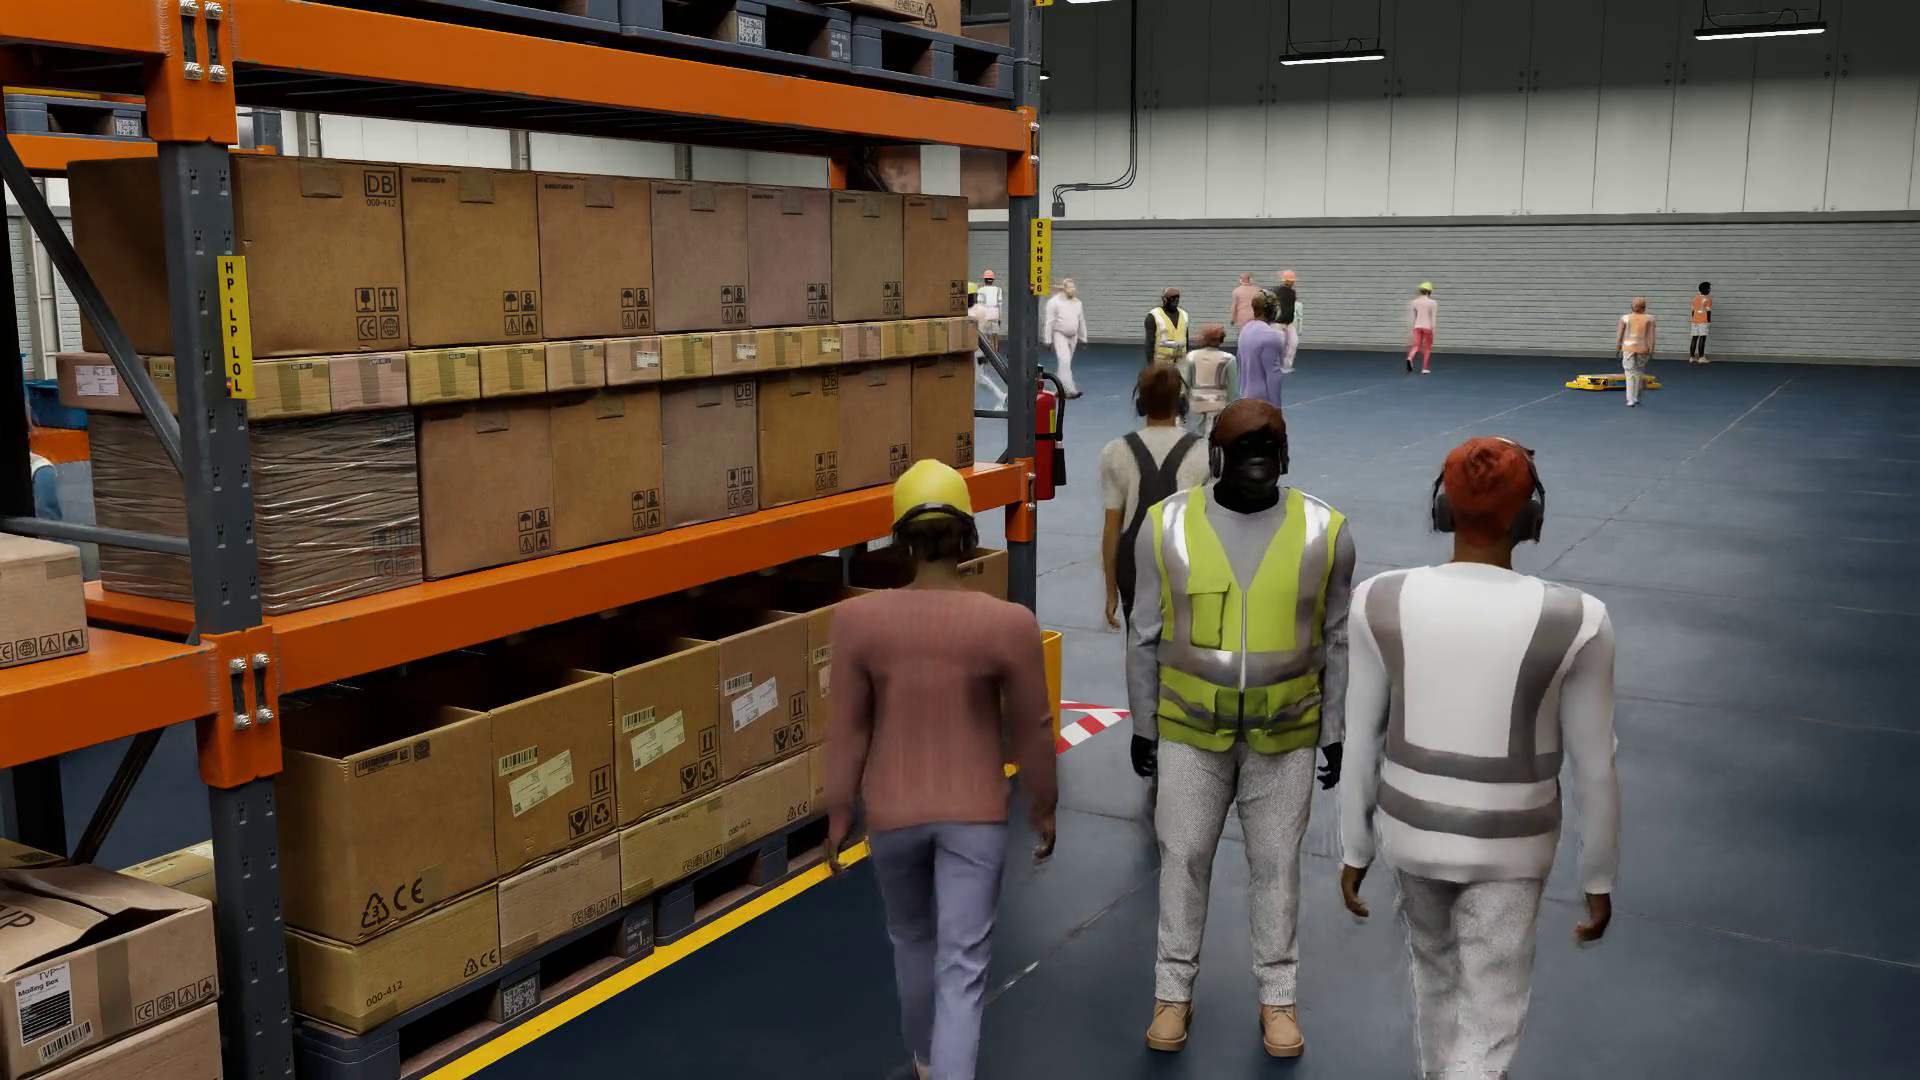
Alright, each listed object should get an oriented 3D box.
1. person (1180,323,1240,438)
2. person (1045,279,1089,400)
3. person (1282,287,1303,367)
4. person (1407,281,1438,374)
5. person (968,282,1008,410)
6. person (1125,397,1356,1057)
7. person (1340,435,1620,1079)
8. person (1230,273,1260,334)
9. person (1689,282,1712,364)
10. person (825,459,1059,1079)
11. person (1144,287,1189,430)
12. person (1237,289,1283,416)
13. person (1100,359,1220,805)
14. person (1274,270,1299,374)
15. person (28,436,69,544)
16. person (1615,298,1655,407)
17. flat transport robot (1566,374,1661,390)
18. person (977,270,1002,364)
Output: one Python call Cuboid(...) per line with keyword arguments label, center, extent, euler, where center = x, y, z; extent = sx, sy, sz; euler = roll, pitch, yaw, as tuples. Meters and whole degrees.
Cuboid(label="person", center=(2.362, -1.203, 15.427), extent=(0.544, 1.600, 0.821), euler=(6, 11, 32))
Cuboid(label="person", center=(1.719, -3.107, 25.821), extent=(0.667, 1.861, 0.959), euler=(-7, 12, -36))
Cuboid(label="person", center=(6.451, -4.137, 32.572), extent=(0.537, 1.614, 0.387), euler=(3, 10, 19))
Cuboid(label="person", center=(8.744, -4.004, 31.439), extent=(0.530, 1.752, 0.554), euler=(9, 13, 43))
Cuboid(label="person", center=(0.238, -2.665, 23.232), extent=(0.864, 1.886, 0.589), euler=(-5, 11, -28))
Cuboid(label="person", center=(0.773, 0.524, 4.645), extent=(0.631, 1.846, 0.429), euler=(1, 10, 7))
Cuboid(label="person", center=(1.117, 0.691, 3.668), extent=(0.587, 1.851, 0.933), euler=(6, 11, 31))
Cuboid(label="person", center=(5.951, -4.640, 34.821), extent=(0.651, 1.876, 0.726), euler=(-3, 10, -18))
Cuboid(label="person", center=(15.422, -4.519, 34.598), extent=(0.322, 1.698, 0.533), euler=(-2, 10, -14))
Cuboid(label="person", center=(-0.031, 0.660, 4.177), extent=(0.555, 1.725, 0.837), euler=(2, 10, 9))
Cuboid(label="person", center=(2.607, -2.229, 20.776), extent=(0.634, 1.839, 0.429), euler=(-5, 11, -25))
Cuboid(label="person", center=(2.611, -1.187, 14.388), extent=(0.372, 1.940, 0.631), euler=(-3, 10, -17))
Cuboid(label="person", center=(0.800, 0.193, 6.660), extent=(0.509, 1.823, 0.714), euler=(2, 10, 12))
Cuboid(label="person", center=(6.190, -4.119, 31.460), extent=(0.598, 1.966, 0.550), euler=(-7, 12, -37))
Cuboid(label="person", center=(-4.118, 0.194, 7.212), extent=(0.531, 1.619, 0.497), euler=(5, 11, 26))
Cuboid(label="person", center=(10.070, -2.809, 24.851), extent=(0.527, 1.598, 0.826), euler=(2, 10, 14))
Cuboid(label="flat transport robot", center=(10.956, -2.657, 27.867), extent=(1.431, 0.197, 0.652), euler=(-4, 10, -20))
Cuboid(label="person", center=(0.600, -4.609, 34.428), extent=(0.542, 1.938, 0.357), euler=(-4, 10, -21))
